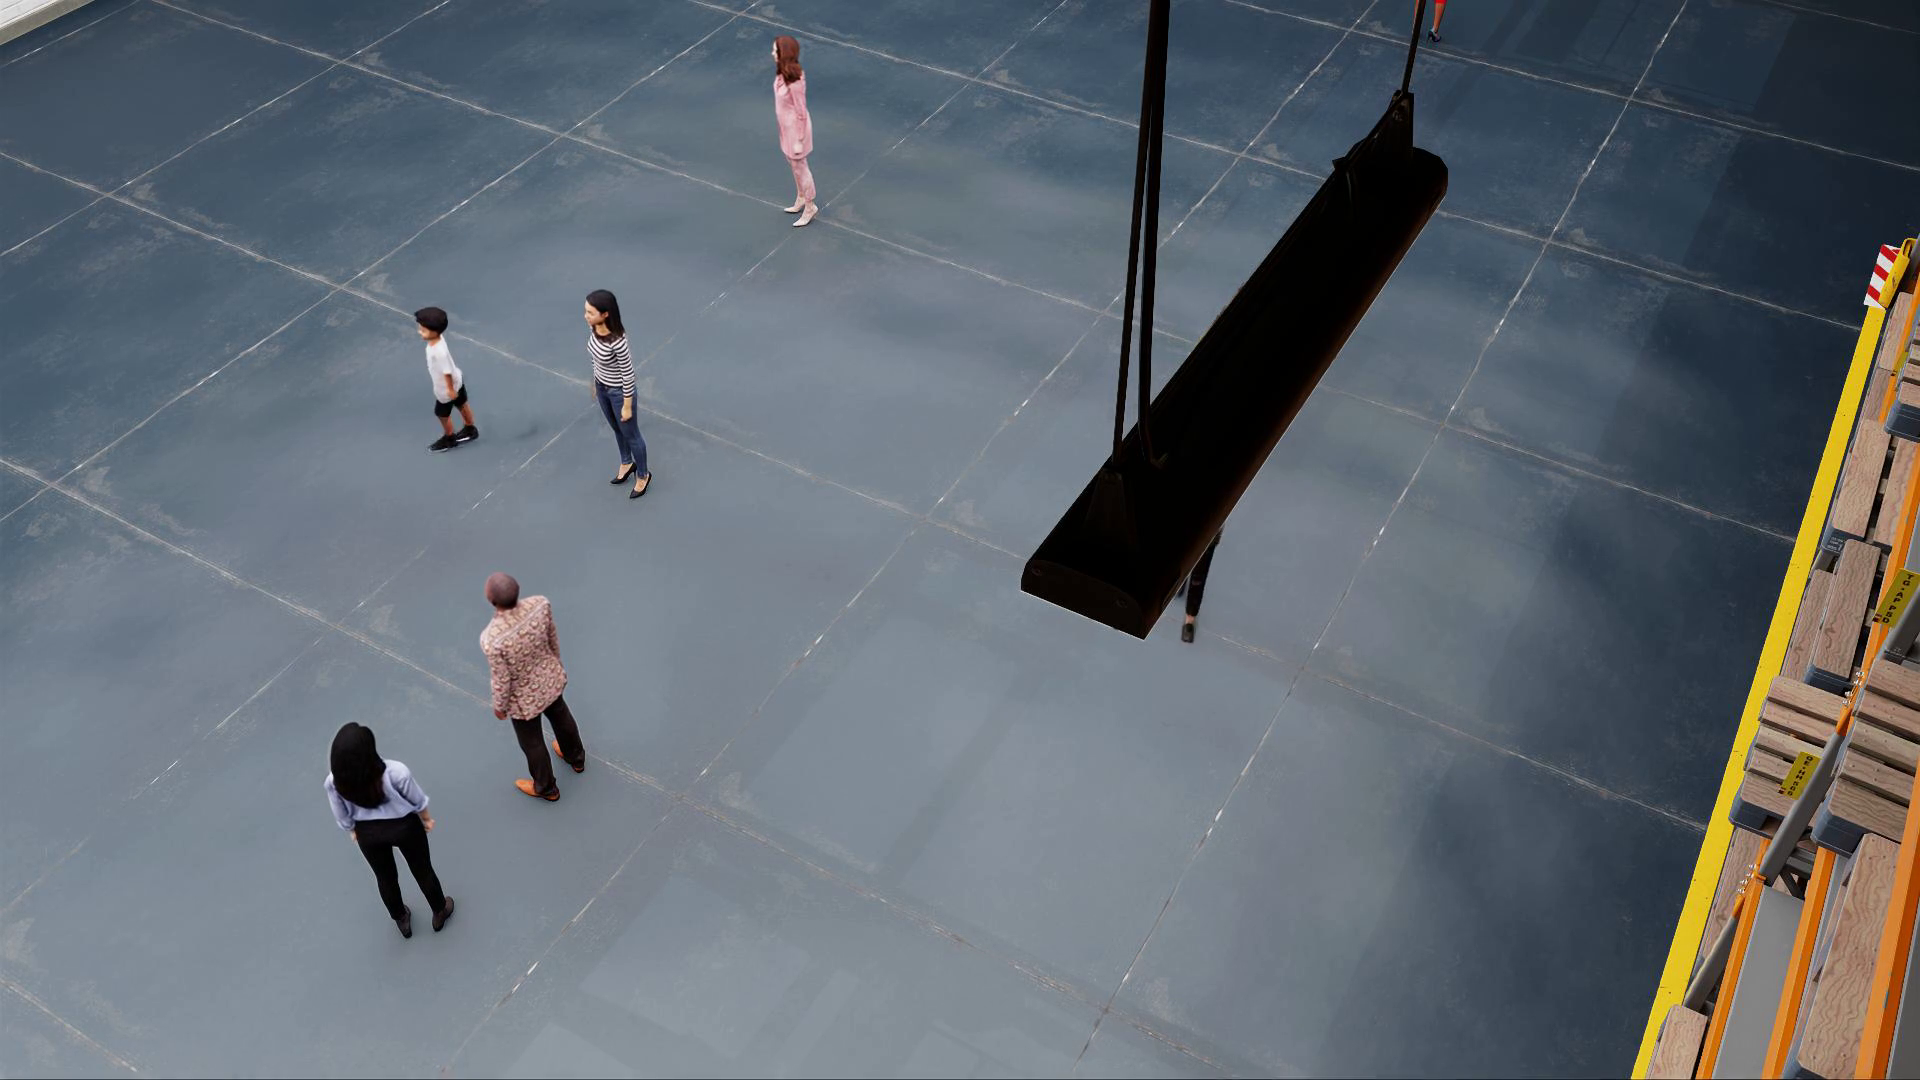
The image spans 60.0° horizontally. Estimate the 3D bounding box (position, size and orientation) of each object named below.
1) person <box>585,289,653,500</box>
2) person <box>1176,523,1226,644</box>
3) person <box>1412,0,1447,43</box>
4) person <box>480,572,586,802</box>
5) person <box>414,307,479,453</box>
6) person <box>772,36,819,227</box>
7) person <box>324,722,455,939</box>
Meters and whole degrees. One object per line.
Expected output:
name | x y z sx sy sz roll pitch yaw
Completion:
person | -2.481 -1.060 12.034 0.577 1.797 0.631 -32 52 -29
person | 1.575 -0.076 11.266 0.791 1.432 1.065 9 44 9
person | 4.987 -6.034 17.295 0.580 1.743 0.515 26 49 25
person | -2.582 0.872 9.999 0.752 1.808 0.517 24 49 23
person | -3.837 -1.246 12.624 0.723 1.252 0.659 -14 45 -14
person | -1.457 -3.623 14.722 0.732 1.801 0.693 -14 45 -14
person | -3.182 1.622 9.258 0.733 1.744 0.778 -8 44 -8
